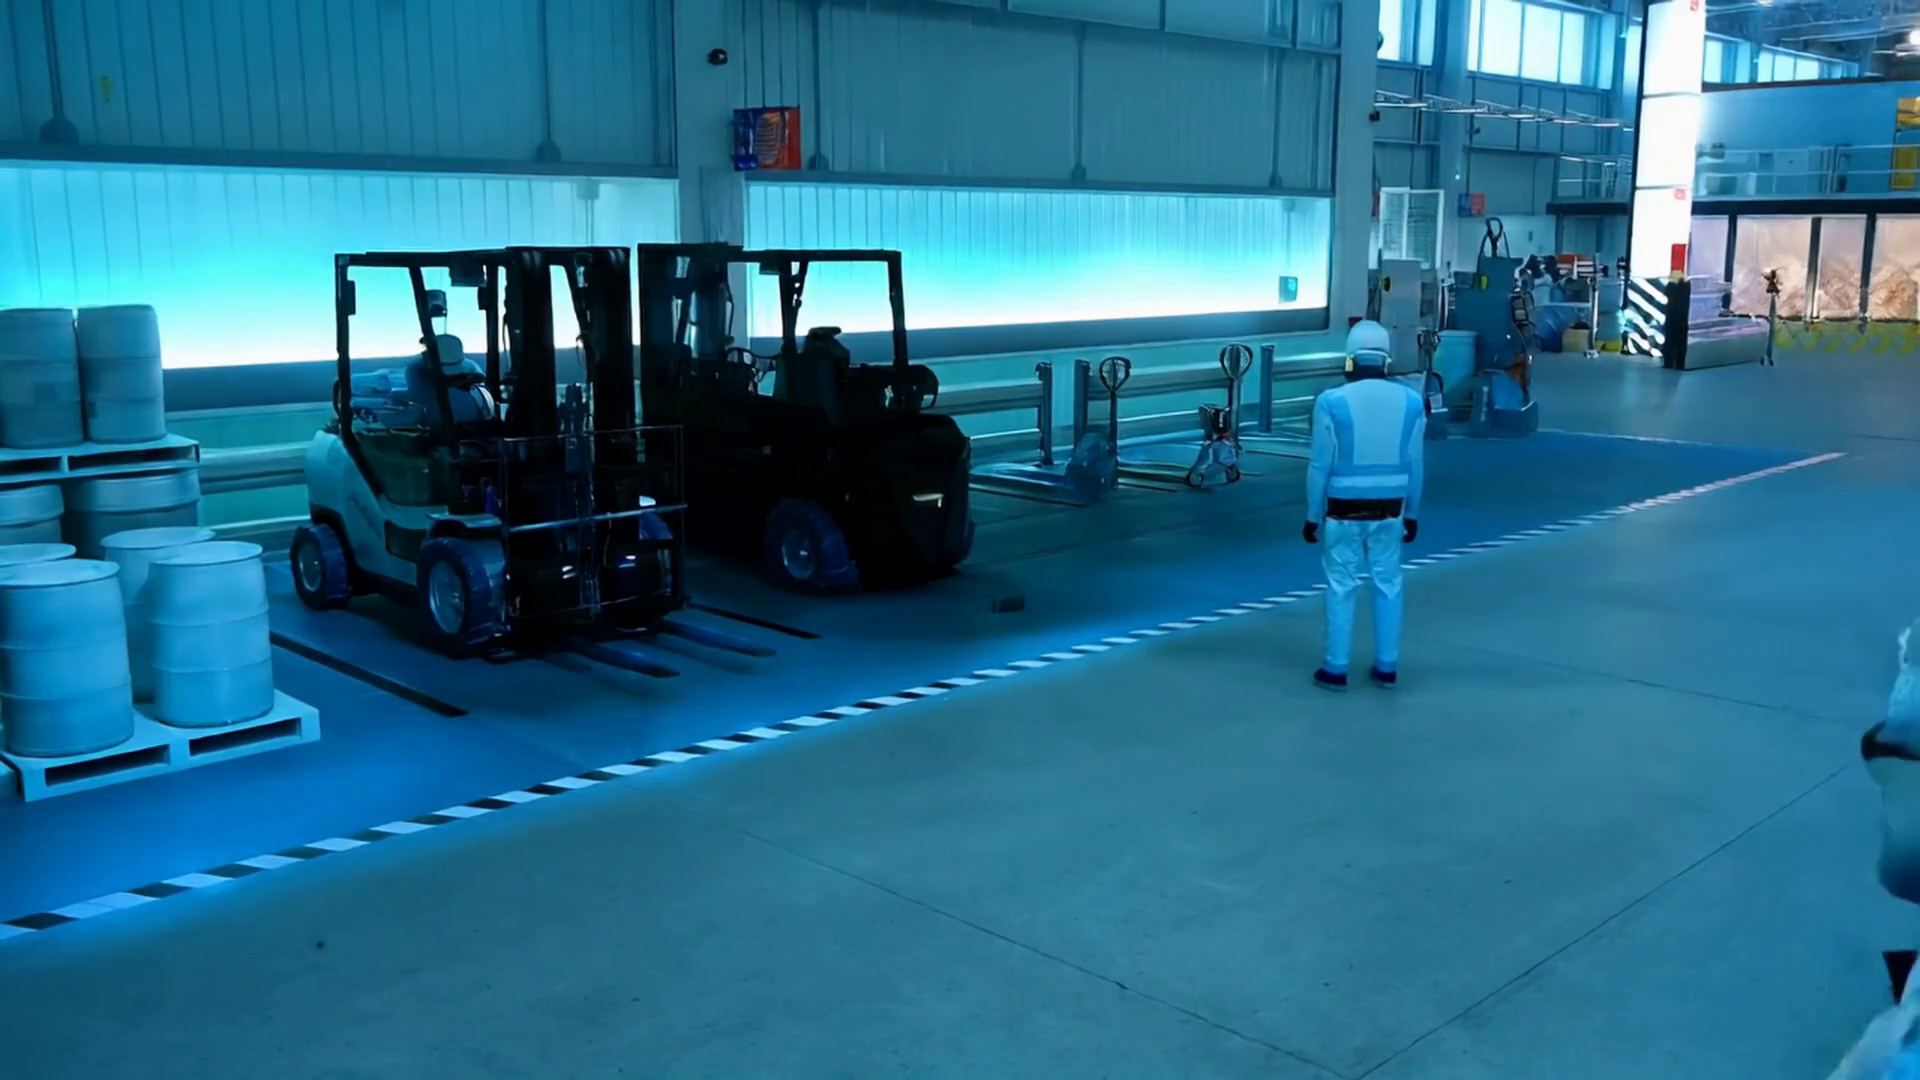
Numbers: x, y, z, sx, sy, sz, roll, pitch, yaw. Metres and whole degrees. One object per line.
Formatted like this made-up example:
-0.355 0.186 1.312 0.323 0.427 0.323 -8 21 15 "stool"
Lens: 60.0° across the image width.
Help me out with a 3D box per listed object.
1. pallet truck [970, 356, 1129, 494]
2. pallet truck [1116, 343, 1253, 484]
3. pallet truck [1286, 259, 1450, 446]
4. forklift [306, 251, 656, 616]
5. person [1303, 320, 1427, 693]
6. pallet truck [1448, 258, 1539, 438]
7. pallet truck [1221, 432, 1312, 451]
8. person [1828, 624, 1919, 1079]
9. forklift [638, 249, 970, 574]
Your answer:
0.784 -1.085 14.876 0.680 1.201 1.601 -10 14 -44 "pallet truck"
1.962 -1.215 15.415 1.522 1.261 0.704 10 14 43 "pallet truck"
4.493 -2.078 18.196 0.823 1.965 1.885 -9 14 -40 "pallet truck"
-2.833 -0.669 9.694 1.157 1.987 2.680 -10 14 -44 "forklift"
1.975 -0.160 8.186 0.601 1.830 0.403 -2 11 -9 "person"
5.704 -2.208 18.901 1.885 1.965 0.823 10 14 43 "pallet truck"
3.563 -1.581 17.381 0.653 1.274 1.630 -10 14 -44 "pallet truck"
0.981 1.005 1.667 0.640 1.896 0.415 -8 13 -36 "person"
-1.173 -0.958 11.239 2.680 1.987 1.157 10 14 43 "forklift"
